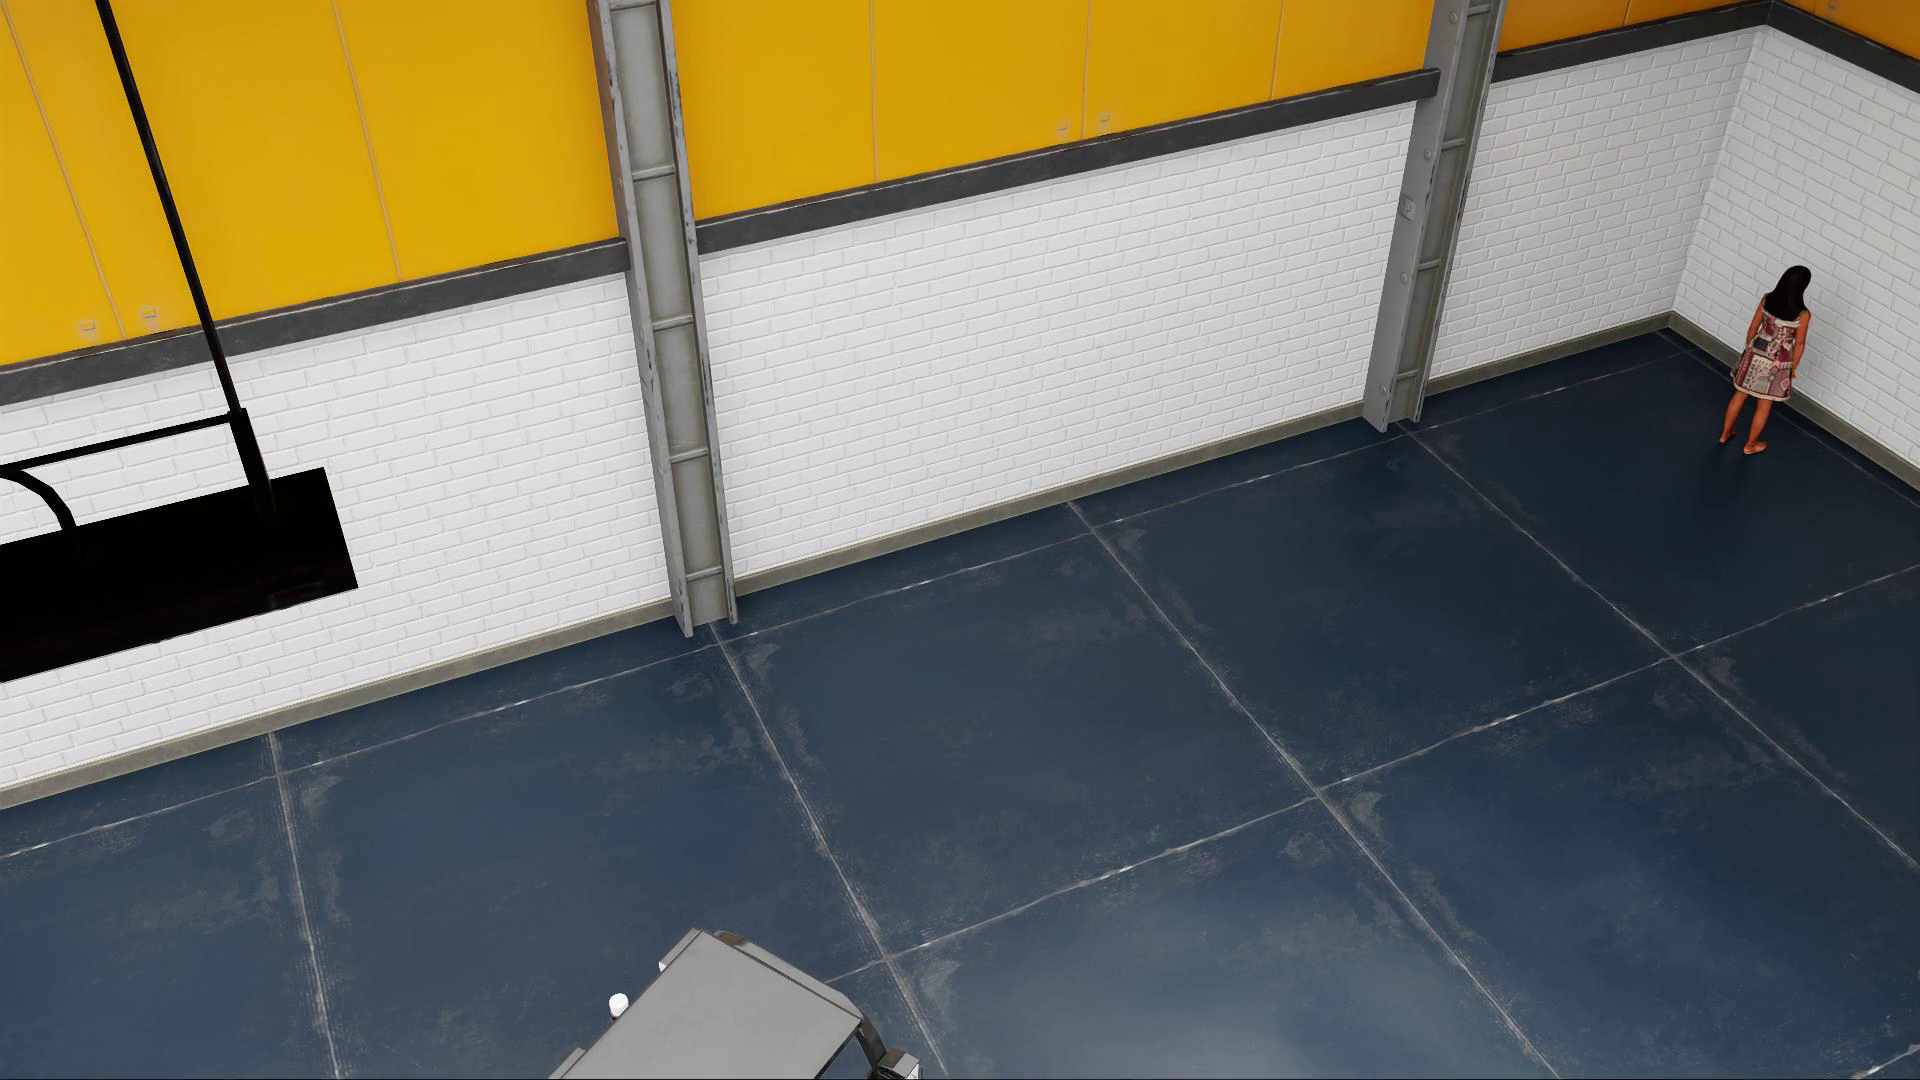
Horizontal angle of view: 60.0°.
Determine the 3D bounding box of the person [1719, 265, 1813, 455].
[{"bbox_3d":[6.385,-1.435,13.140,0.624,1.645,0.703,-28,46,-30],"label":"person"}]
